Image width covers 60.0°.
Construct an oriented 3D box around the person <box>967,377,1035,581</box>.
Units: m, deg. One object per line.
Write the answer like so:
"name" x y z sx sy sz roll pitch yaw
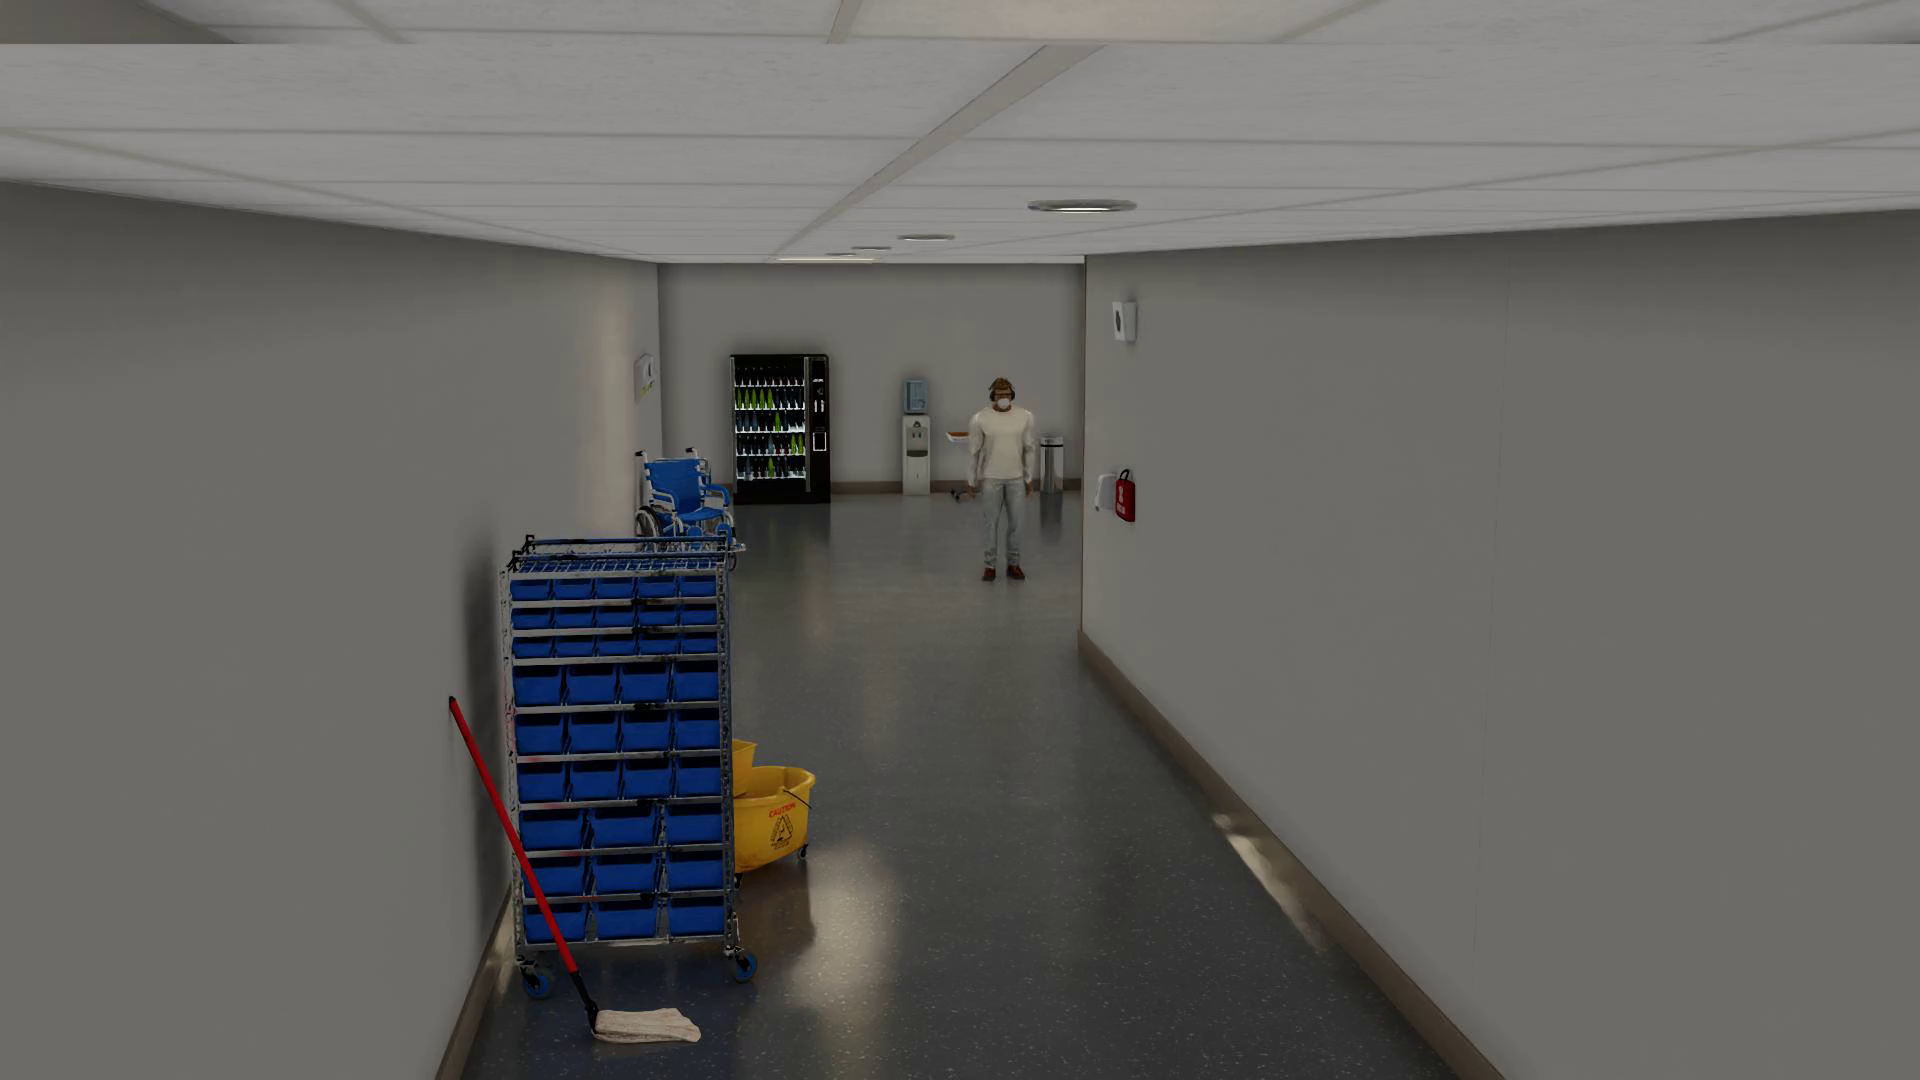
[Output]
"person" 0.387 -0.570 15.646 0.644 1.925 0.368 -2 9 -10
